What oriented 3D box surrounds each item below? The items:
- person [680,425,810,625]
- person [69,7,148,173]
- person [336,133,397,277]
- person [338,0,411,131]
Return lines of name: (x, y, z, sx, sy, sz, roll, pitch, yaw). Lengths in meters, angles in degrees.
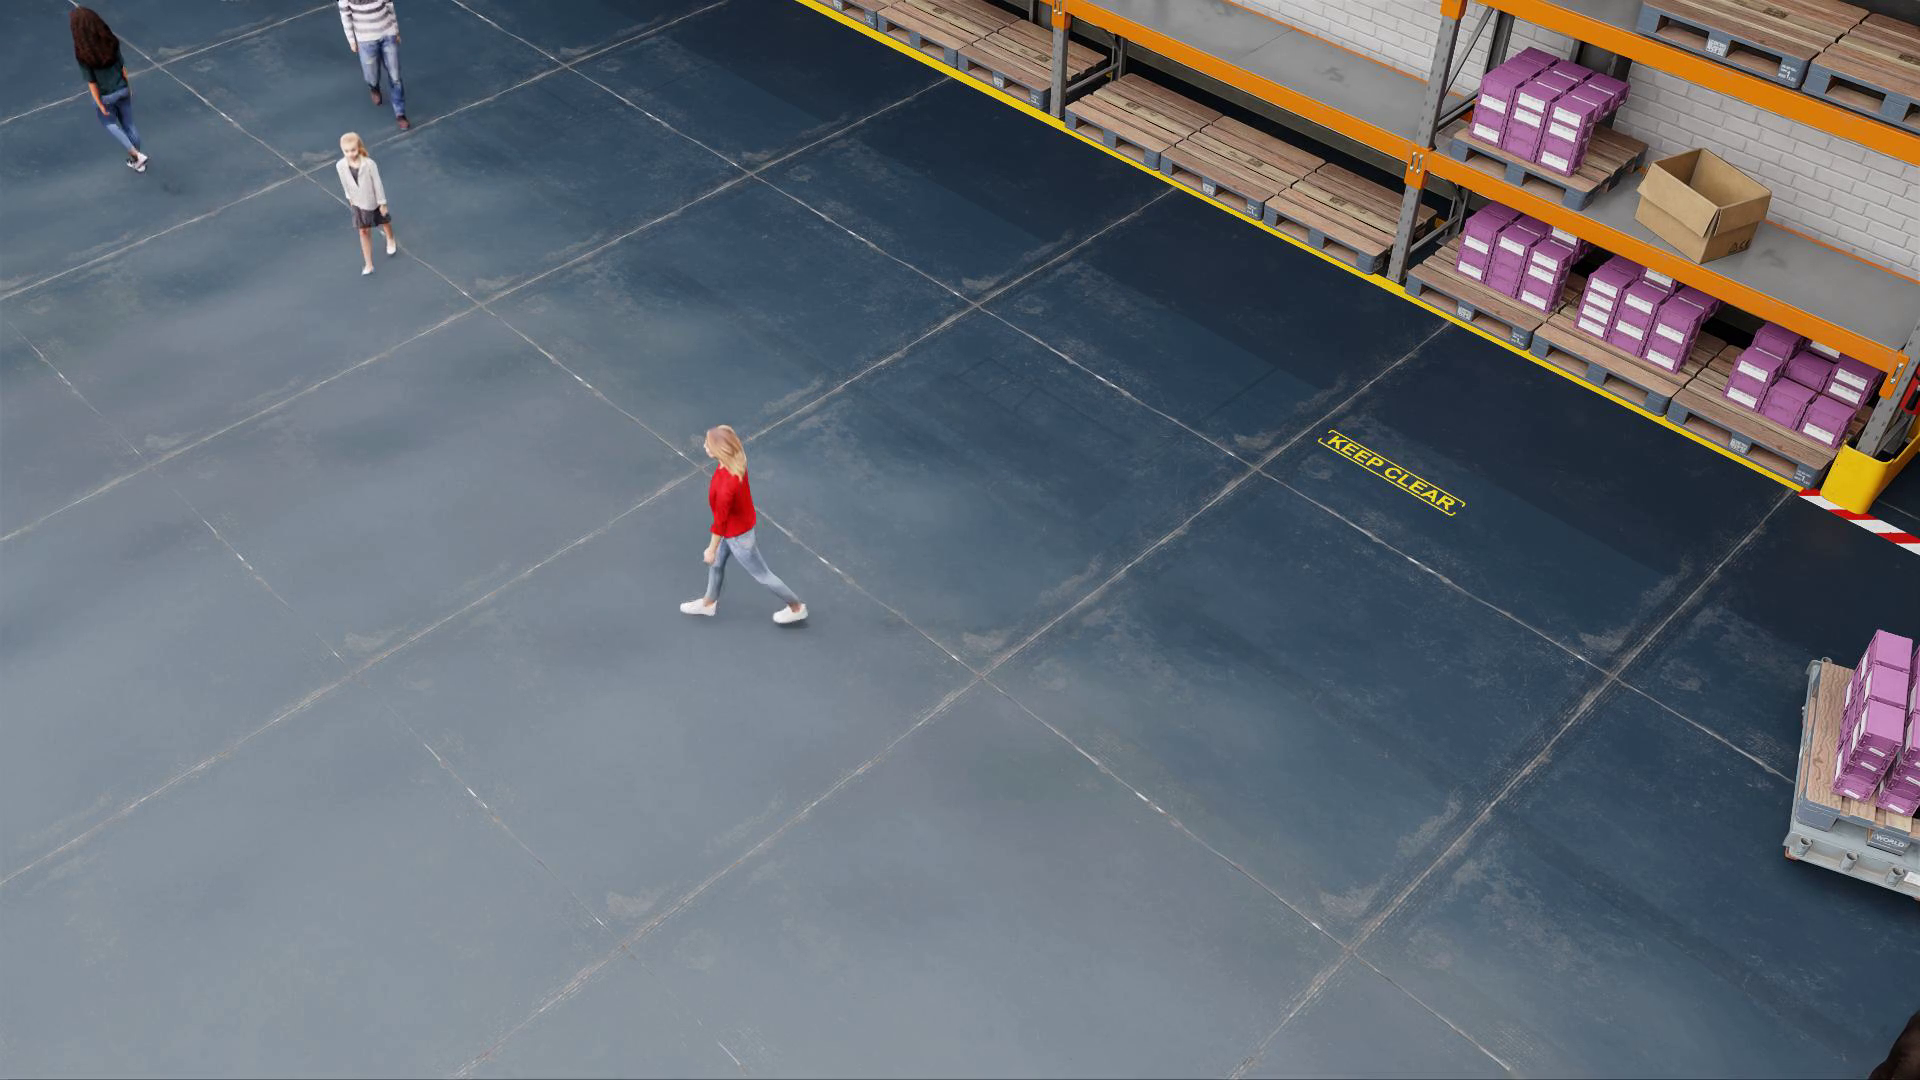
person: (-1.386, -0.027, 10.942, 1.148, 1.660, 1.106, -1, 44, -1)
person: (-7.734, -4.081, 15.238, 0.703, 1.605, 0.625, 28, 50, 26)
person: (-5.087, -2.955, 14.319, 0.844, 1.241, 0.937, -3, 44, -3)
person: (-5.600, -4.856, 15.884, 0.815, 1.836, 0.998, -20, 47, -19)
